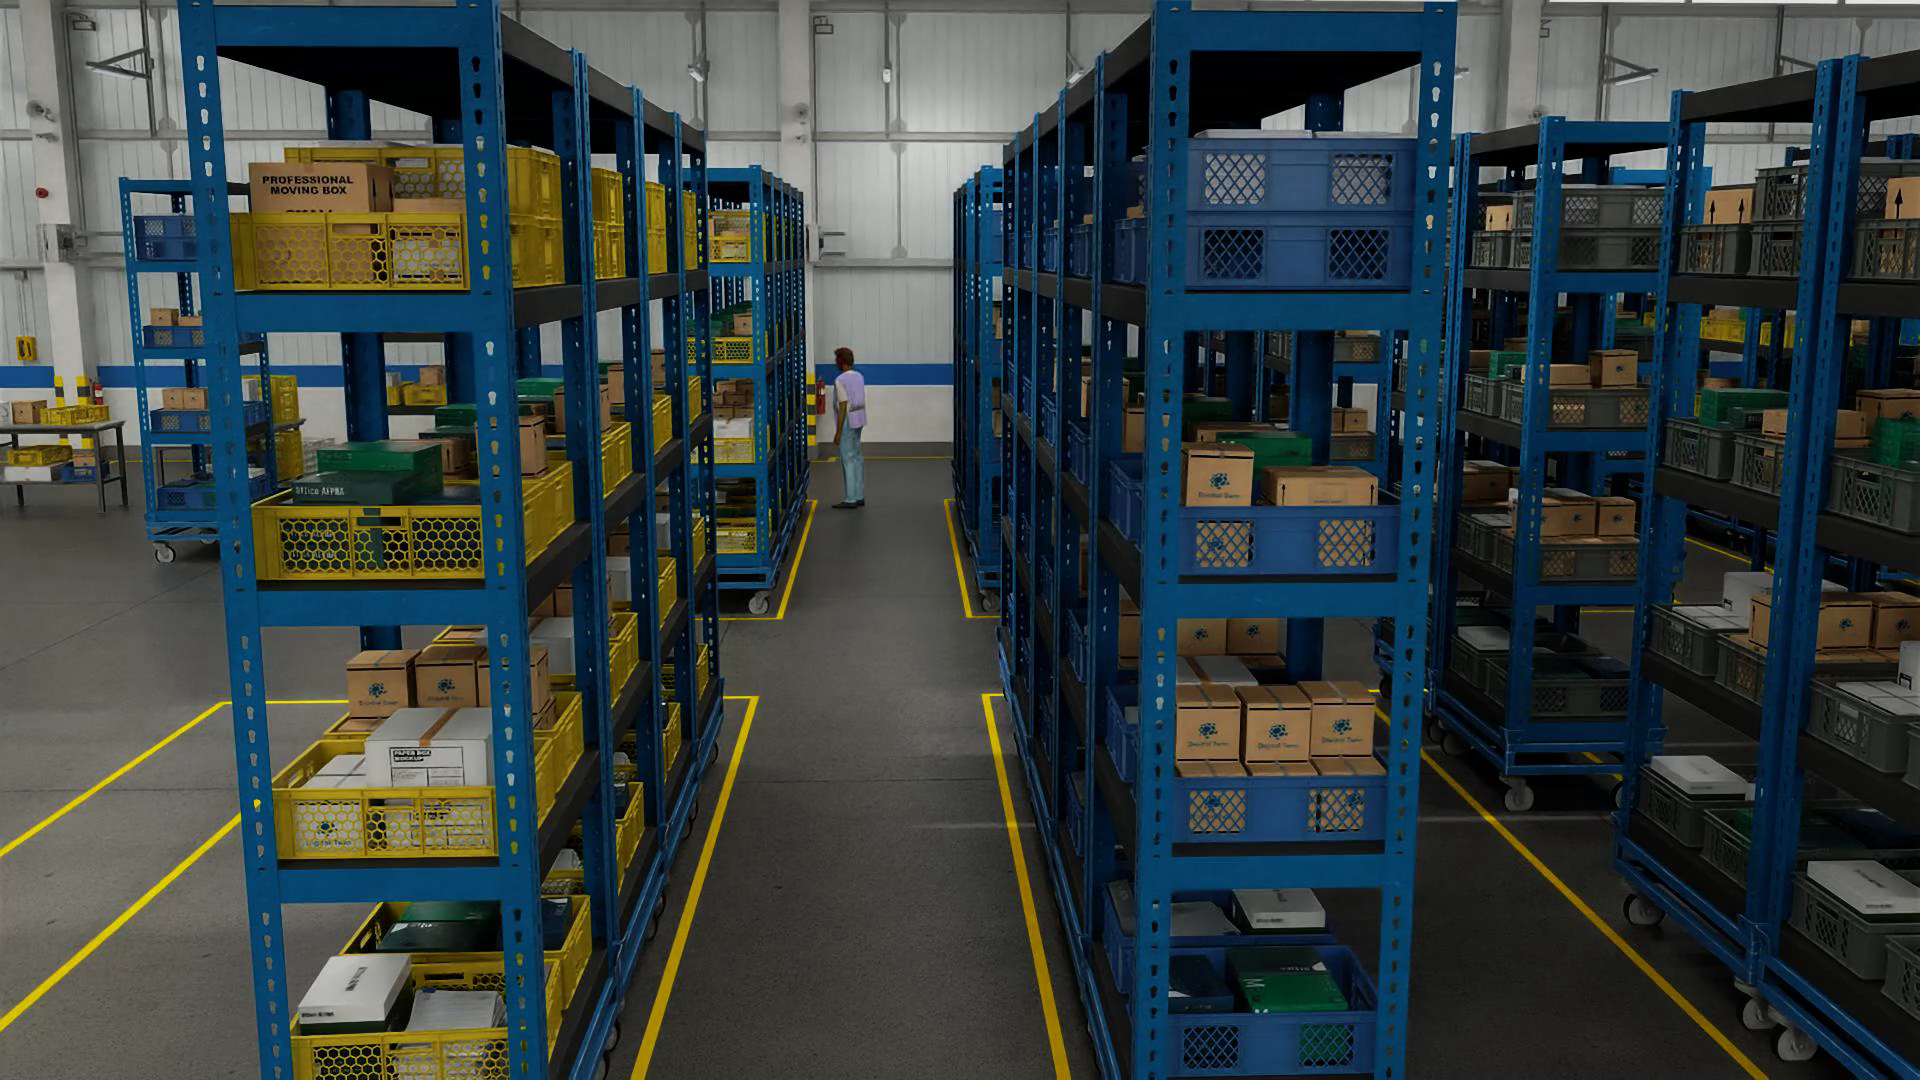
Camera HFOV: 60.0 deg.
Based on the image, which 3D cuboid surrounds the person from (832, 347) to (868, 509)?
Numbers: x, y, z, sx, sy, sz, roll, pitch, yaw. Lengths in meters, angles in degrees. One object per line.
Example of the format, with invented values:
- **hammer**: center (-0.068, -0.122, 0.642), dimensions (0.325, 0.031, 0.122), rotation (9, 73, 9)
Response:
- **person**: center (-1.257, -1.274, 18.997), dimensions (0.374, 1.840, 0.569), rotation (4, 11, 21)
